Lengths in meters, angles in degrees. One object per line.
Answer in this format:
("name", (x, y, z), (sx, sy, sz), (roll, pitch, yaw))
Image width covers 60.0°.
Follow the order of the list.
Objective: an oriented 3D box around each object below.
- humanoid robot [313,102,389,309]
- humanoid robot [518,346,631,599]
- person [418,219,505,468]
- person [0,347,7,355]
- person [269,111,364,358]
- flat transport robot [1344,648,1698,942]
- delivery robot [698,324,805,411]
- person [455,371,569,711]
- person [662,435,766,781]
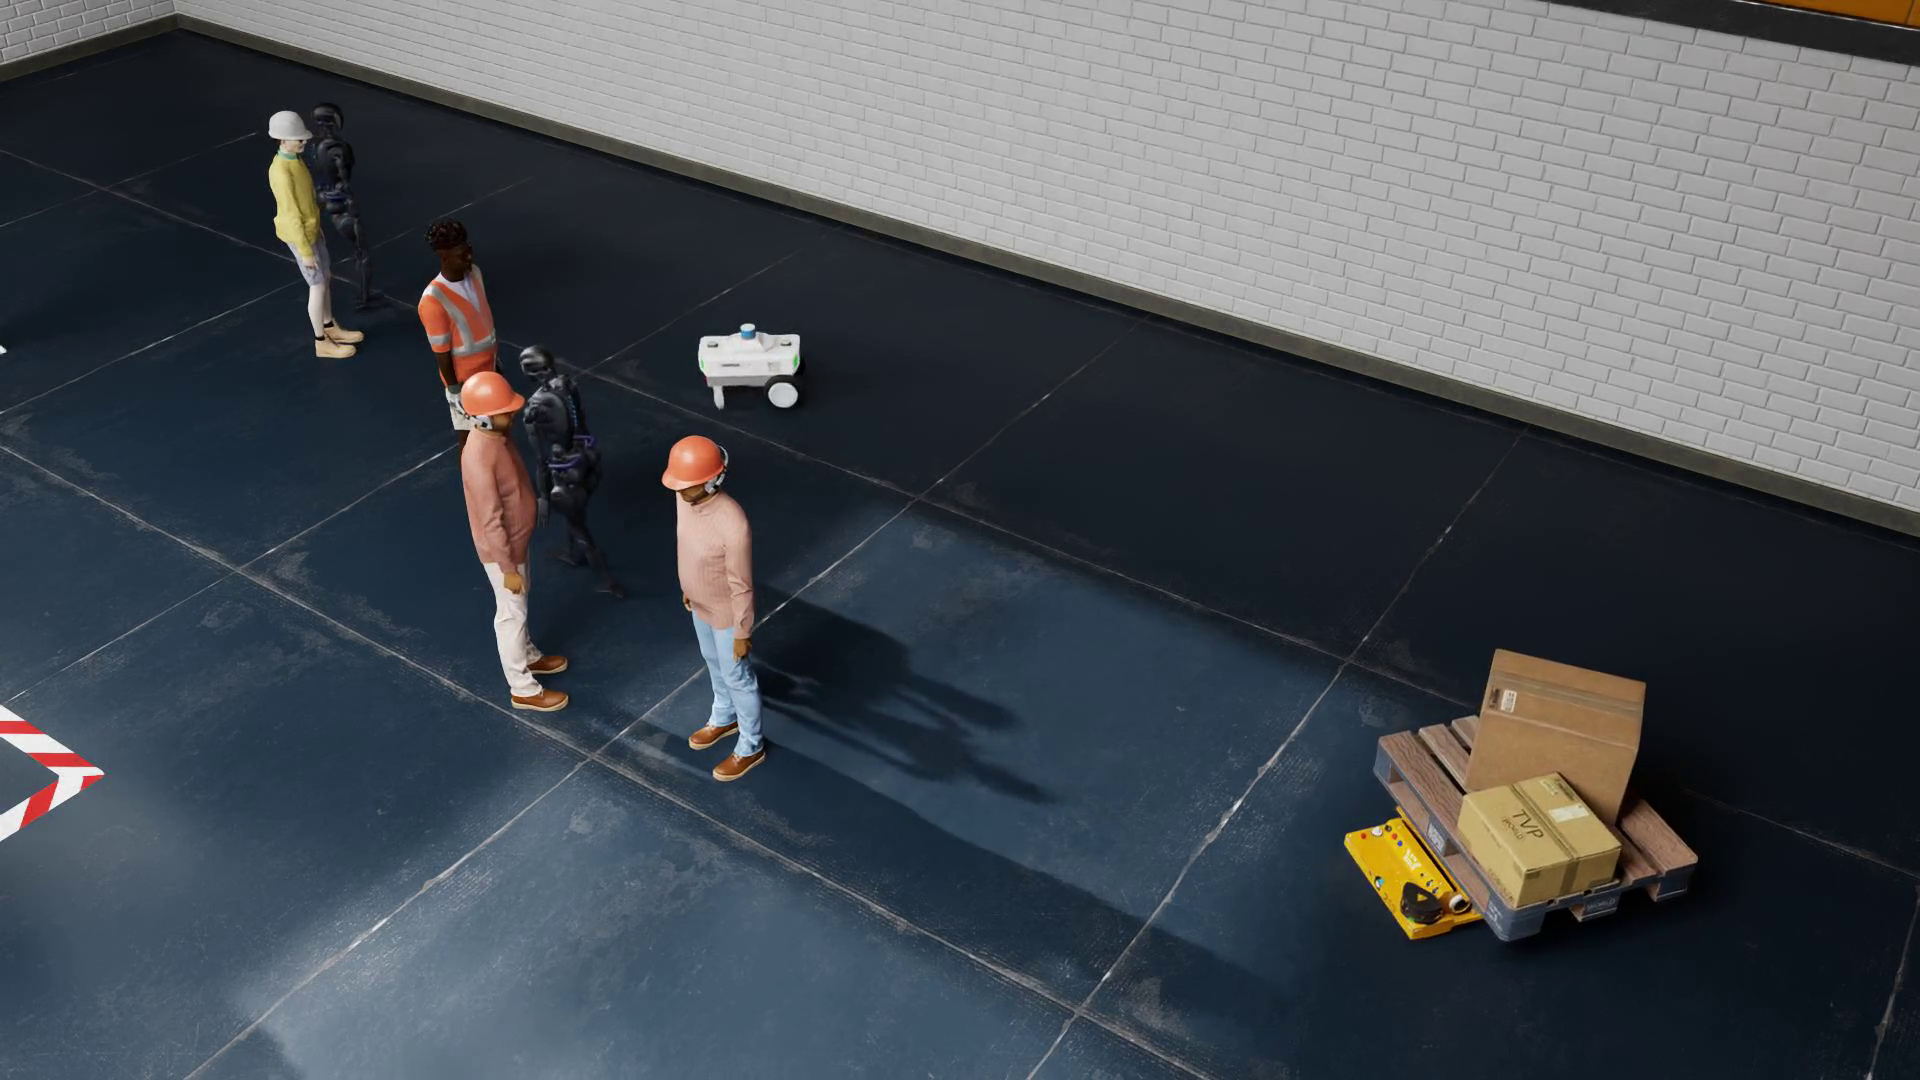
("humanoid robot", (-4.674, -2.524, 12.645), (0.308, 1.654, 0.612), (-19, 39, -25))
("humanoid robot", (-2.288, -0.391, 9.623), (0.668, 1.631, 0.616), (9, 36, 13))
("person", (-3.020, -1.059, 10.298), (0.368, 1.966, 0.605), (6, 35, 9))
("person", (-7.380, -2.129, 11.946), (0.427, 1.831, 0.546), (4, 35, 6))
("person", (-4.709, -2.188, 11.993), (0.412, 1.878, 0.493), (-5, 35, -7))
("flat transport robot", (2.679, 1.499, 8.121), (1.431, 0.231, 0.659), (-10, 36, -14))
("delivery robot", (-1.447, -1.235, 11.794), (0.783, 0.611, 0.518), (-1, 35, -2))
("person", (-2.364, 0.003, 8.756), (0.383, 1.995, 0.610), (-4, 35, -6))
("person", (-1.224, 0.328, 8.302), (0.403, 1.986, 0.610), (-23, 41, -29))
